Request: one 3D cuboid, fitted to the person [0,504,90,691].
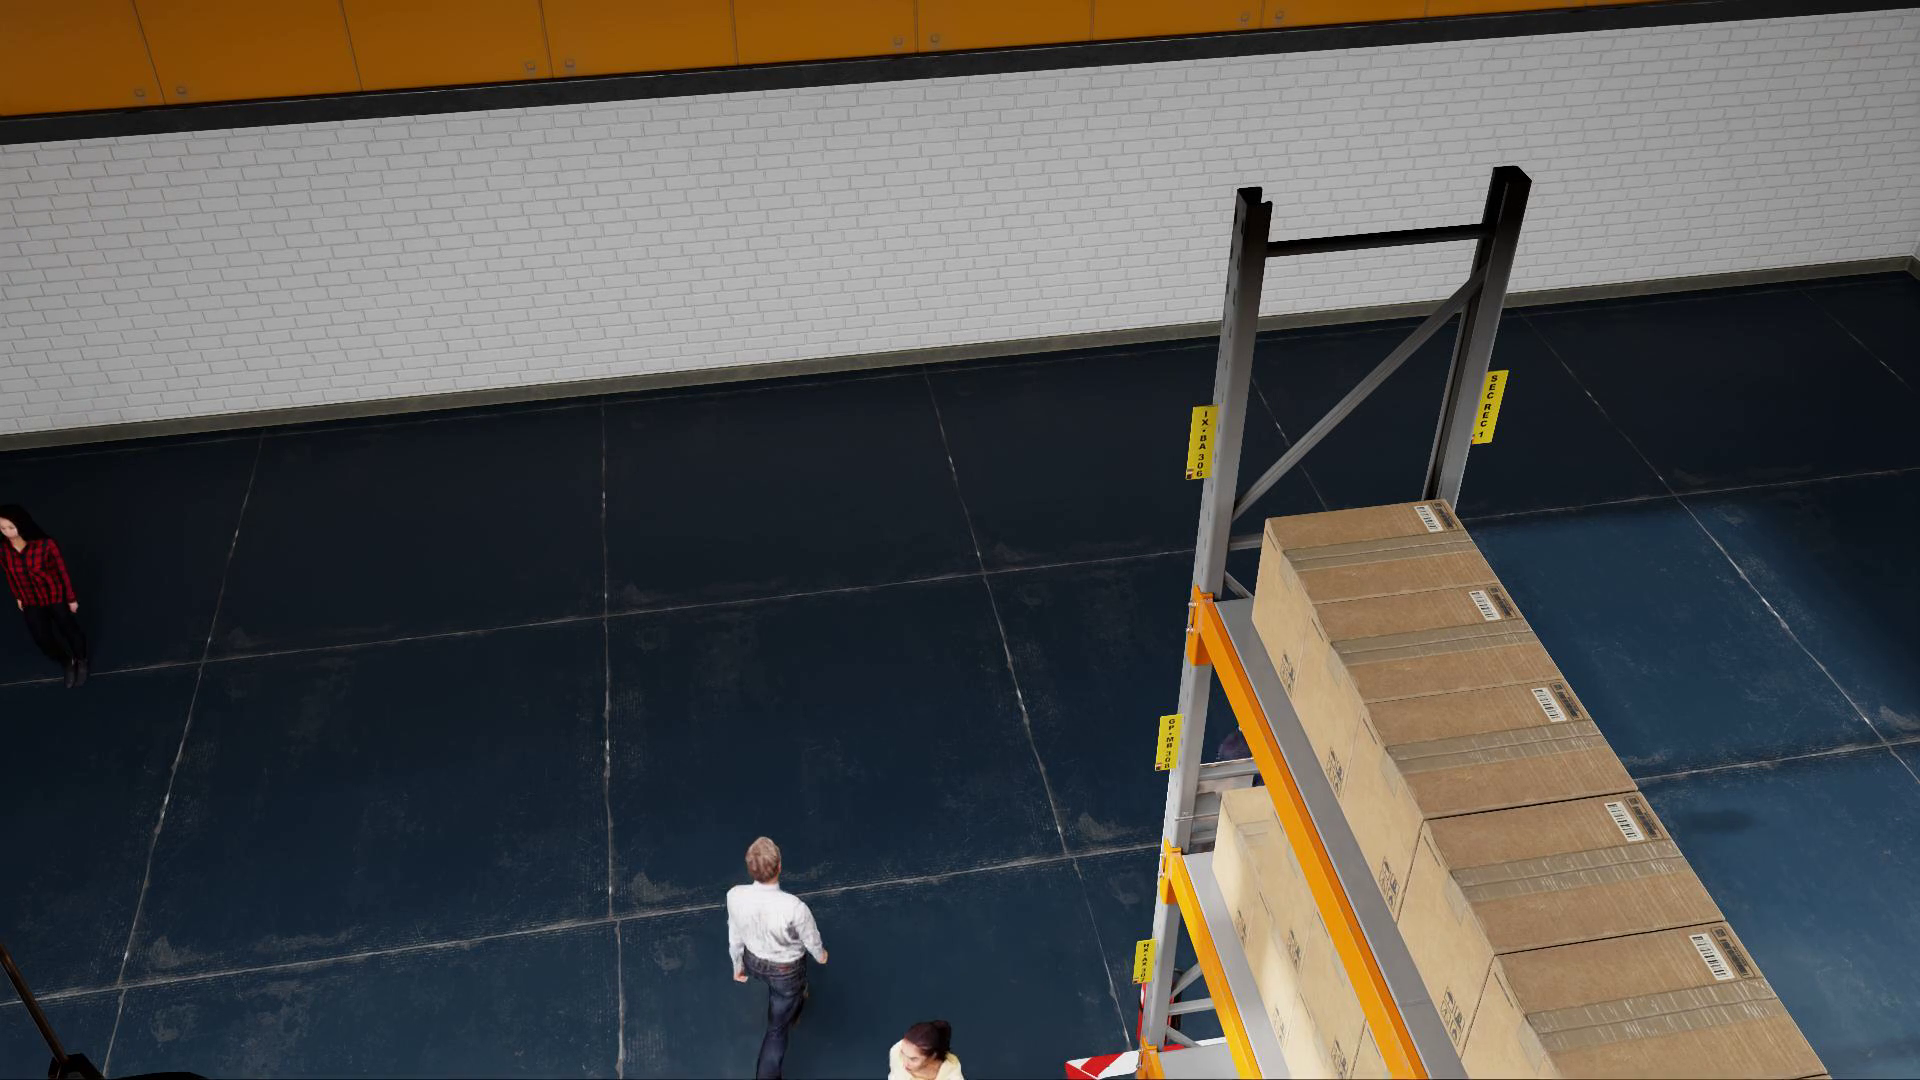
[{"bbox_3d":[-6.540,0.353,11.940,0.588,1.644,0.543,-6,39,-8],"label":"person"}]

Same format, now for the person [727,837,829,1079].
[{"bbox_3d":[-1.050,2.419,9.242,1.057,1.782,1.256,14,41,17],"label":"person"}]

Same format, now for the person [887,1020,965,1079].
[{"bbox_3d":[-0.127,2.993,8.652,0.856,1.623,0.916,24,44,27],"label":"person"}]
